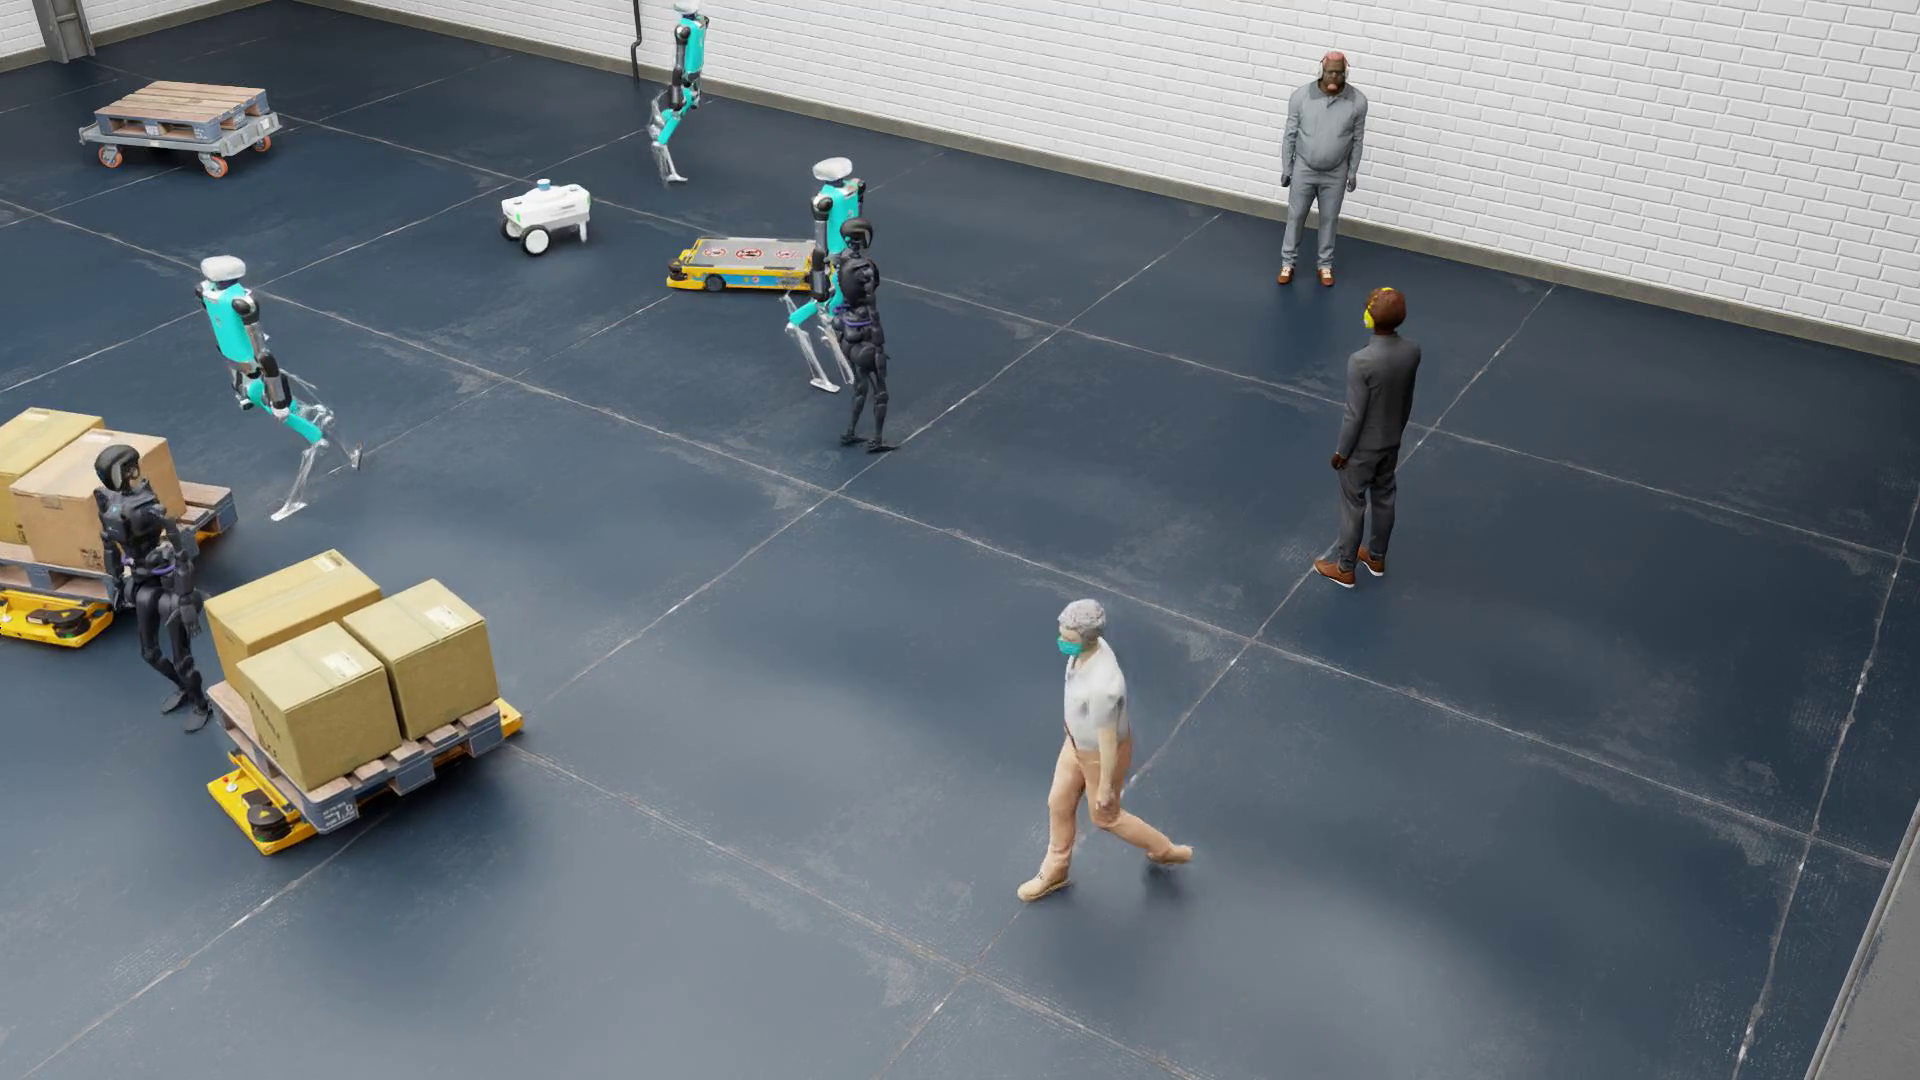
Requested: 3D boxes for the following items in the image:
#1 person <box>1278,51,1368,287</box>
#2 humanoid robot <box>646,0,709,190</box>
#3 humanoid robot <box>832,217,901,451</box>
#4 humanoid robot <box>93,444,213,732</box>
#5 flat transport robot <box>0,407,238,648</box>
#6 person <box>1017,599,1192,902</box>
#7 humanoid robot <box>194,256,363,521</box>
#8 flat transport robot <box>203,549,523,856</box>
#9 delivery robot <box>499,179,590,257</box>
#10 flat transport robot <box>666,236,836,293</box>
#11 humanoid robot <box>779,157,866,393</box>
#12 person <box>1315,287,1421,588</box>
[{"bbox_3d":[2.893,-2.971,13.362,0.640,1.913,0.411,4,33,6],"label":"person"},{"bbox_3d":[-2.659,-4.036,15.267,0.800,1.865,0.542,9,34,14],"label":"humanoid robot"},{"bbox_3d":[-0.654,-1.364,11.082,0.342,1.663,0.593,-15,36,-22],"label":"humanoid robot"},{"bbox_3d":[-4.144,0.244,8.574,0.599,1.650,0.346,14,35,20],"label":"humanoid robot"},{"bbox_3d":[-5.136,0.138,10.041,0.659,0.231,1.431,8,34,12],"label":"flat transport robot"},{"bbox_3d":[0.673,0.929,7.487,0.760,1.708,0.511,-9,34,-14],"label":"person"},{"bbox_3d":[-4.197,-1.047,10.559,0.556,1.796,0.907,22,39,30],"label":"humanoid robot"},{"bbox_3d":[-3.058,1.072,8.588,1.431,0.231,0.659,-28,42,-36],"label":"flat transport robot"},{"bbox_3d":[-3.590,-2.801,14.366,0.782,0.611,0.502,-22,39,-30],"label":"delivery robot"},{"bbox_3d":[-1.661,-2.276,13.798,1.431,0.231,0.659,3,33,4],"label":"flat transport robot"},{"bbox_3d":[-1.012,-1.844,11.790,0.663,1.823,0.540,18,37,26],"label":"humanoid robot"},{"bbox_3d":[2.390,-0.583,9.681,0.501,1.872,0.335,-16,36,-24],"label":"person"}]
